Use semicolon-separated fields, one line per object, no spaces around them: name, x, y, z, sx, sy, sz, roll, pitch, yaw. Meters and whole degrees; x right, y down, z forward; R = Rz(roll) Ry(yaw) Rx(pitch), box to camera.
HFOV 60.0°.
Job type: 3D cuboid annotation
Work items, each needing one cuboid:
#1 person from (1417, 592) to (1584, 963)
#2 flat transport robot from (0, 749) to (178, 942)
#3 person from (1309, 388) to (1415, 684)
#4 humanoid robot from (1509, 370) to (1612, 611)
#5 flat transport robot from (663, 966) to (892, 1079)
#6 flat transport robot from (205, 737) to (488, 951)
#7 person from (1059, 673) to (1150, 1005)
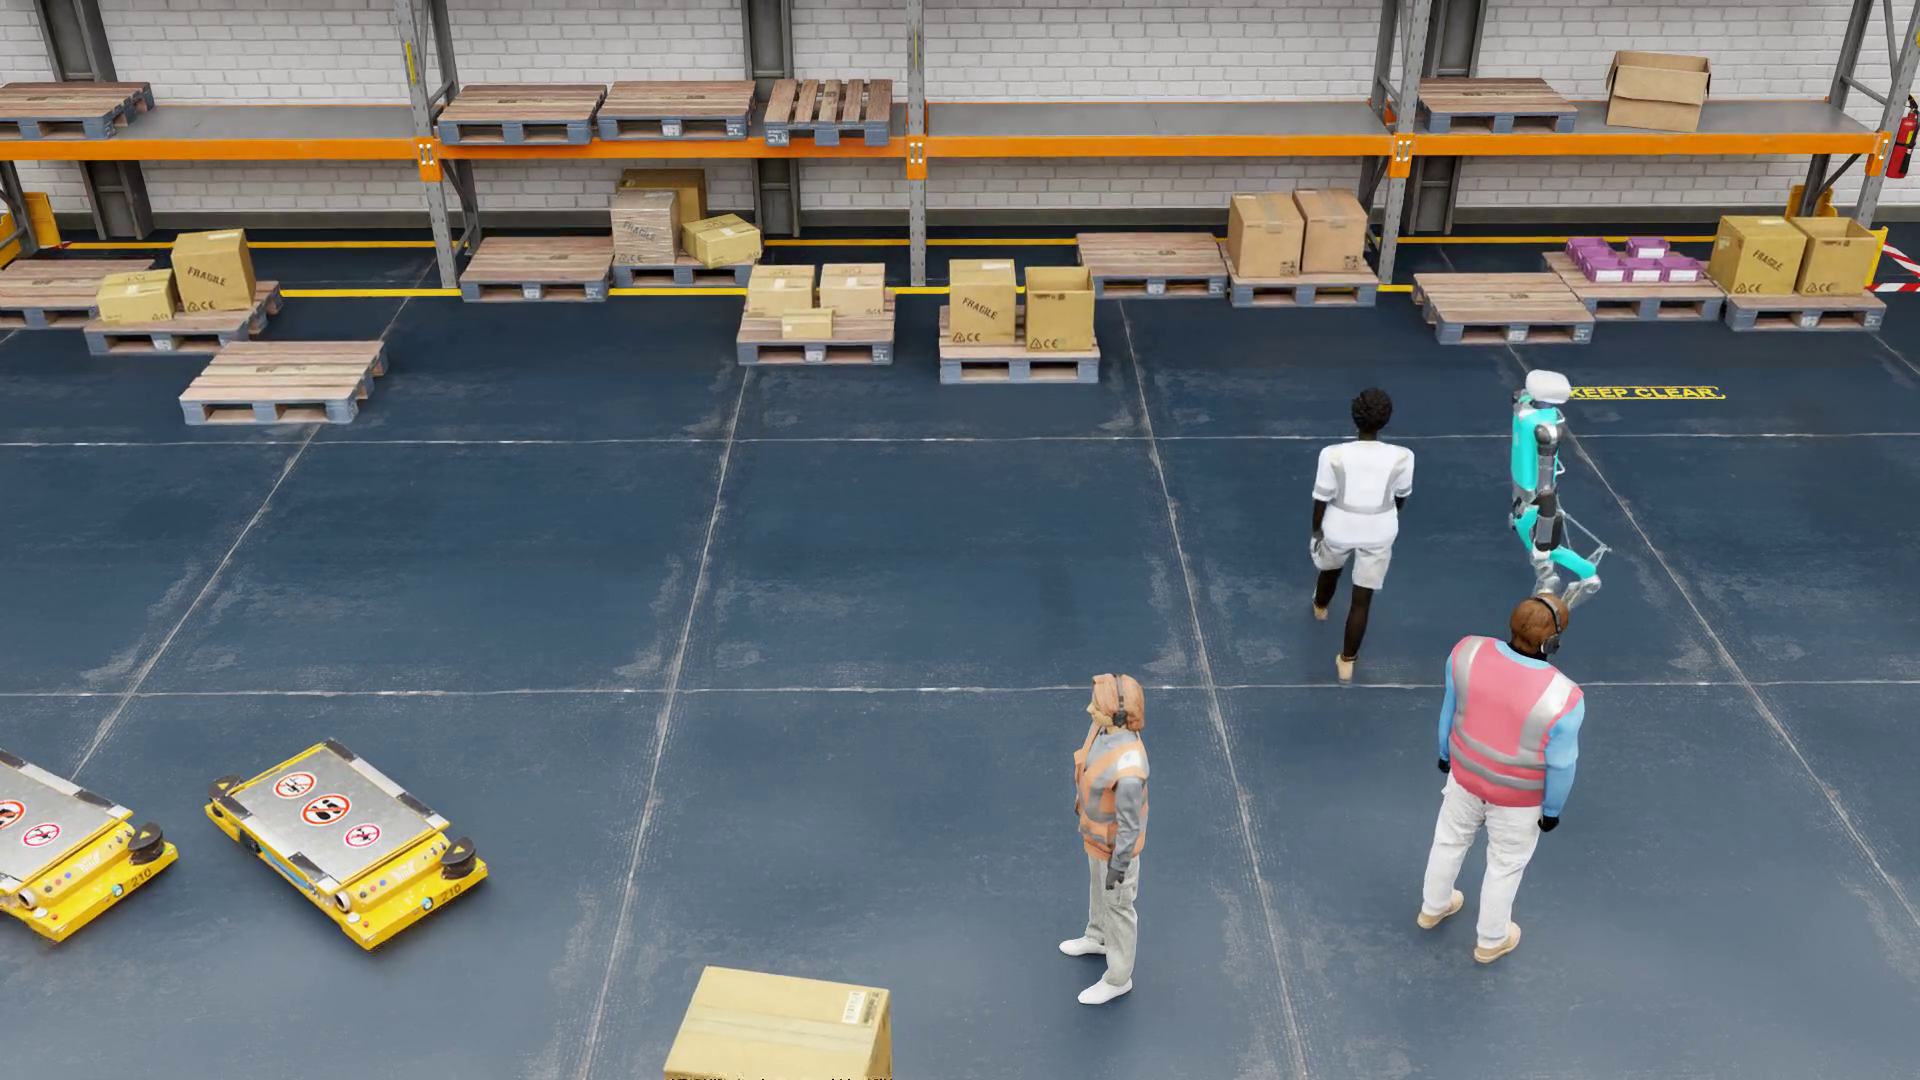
person;2.343;1.022;7.197;0.431;1.837;0.630;-26;40;-36
flat transport robot;-4.543;1.435;8.021;1.431;0.231;0.659;16;34;24
person;2.196;-0.087;9.203;0.531;1.649;0.845;6;32;11
humanoid robot;3.311;-0.059;9.170;0.746;1.877;0.534;0;31;-1
flat transport robot;-0.640;2.620;6.049;1.431;0.231;0.659;5;31;8
flat transport robot;-2.994;1.420;8.048;1.431;0.231;0.659;24;38;34
person;0.632;1.244;7.006;0.306;1.641;0.513;-5;31;-9
